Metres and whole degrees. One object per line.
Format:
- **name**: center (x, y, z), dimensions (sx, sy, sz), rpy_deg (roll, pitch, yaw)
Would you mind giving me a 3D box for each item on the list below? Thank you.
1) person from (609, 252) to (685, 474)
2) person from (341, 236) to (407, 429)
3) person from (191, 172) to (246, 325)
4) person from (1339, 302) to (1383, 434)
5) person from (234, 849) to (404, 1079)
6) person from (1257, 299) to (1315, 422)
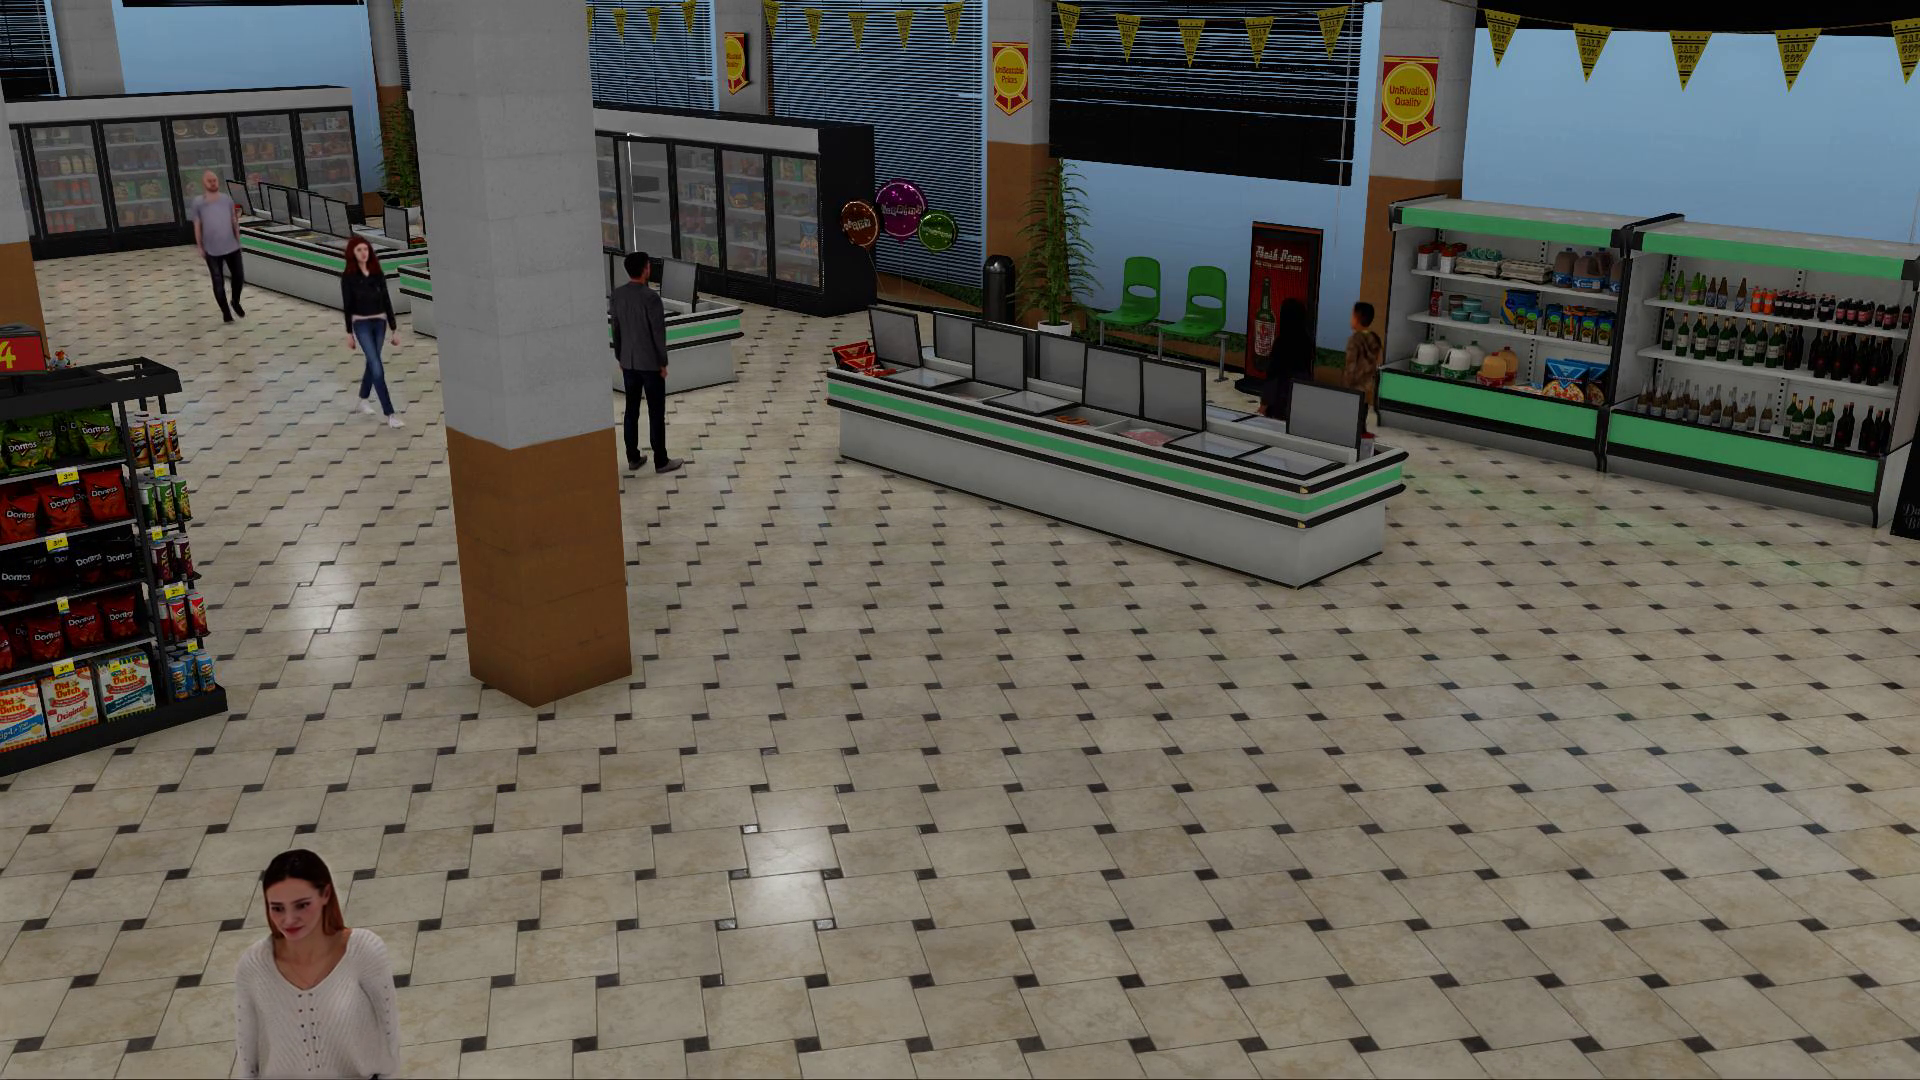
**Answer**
- **person**: center (-2.682, -1.502, 14.064), dimensions (0.673, 1.874, 0.820), rpy_deg (8, 20, 23)
- **person**: center (-5.536, -1.922, 15.537), dimensions (0.608, 1.730, 1.199), rpy_deg (-16, 24, -40)
- **person**: center (-9.030, -3.561, 20.249), dimensions (0.726, 1.824, 0.722), rpy_deg (-13, 23, -34)
- **person**: center (3.396, -1.261, 14.020), dimensions (0.607, 1.446, 0.594), rpy_deg (-16, 24, -39)
- **person**: center (-1.866, 1.681, 4.909), dimensions (0.700, 1.692, 0.704), rpy_deg (-5, 19, -16)
- **person**: center (2.691, -1.127, 13.372), dimensions (0.609, 1.606, 0.810), rpy_deg (-18, 25, -42)
